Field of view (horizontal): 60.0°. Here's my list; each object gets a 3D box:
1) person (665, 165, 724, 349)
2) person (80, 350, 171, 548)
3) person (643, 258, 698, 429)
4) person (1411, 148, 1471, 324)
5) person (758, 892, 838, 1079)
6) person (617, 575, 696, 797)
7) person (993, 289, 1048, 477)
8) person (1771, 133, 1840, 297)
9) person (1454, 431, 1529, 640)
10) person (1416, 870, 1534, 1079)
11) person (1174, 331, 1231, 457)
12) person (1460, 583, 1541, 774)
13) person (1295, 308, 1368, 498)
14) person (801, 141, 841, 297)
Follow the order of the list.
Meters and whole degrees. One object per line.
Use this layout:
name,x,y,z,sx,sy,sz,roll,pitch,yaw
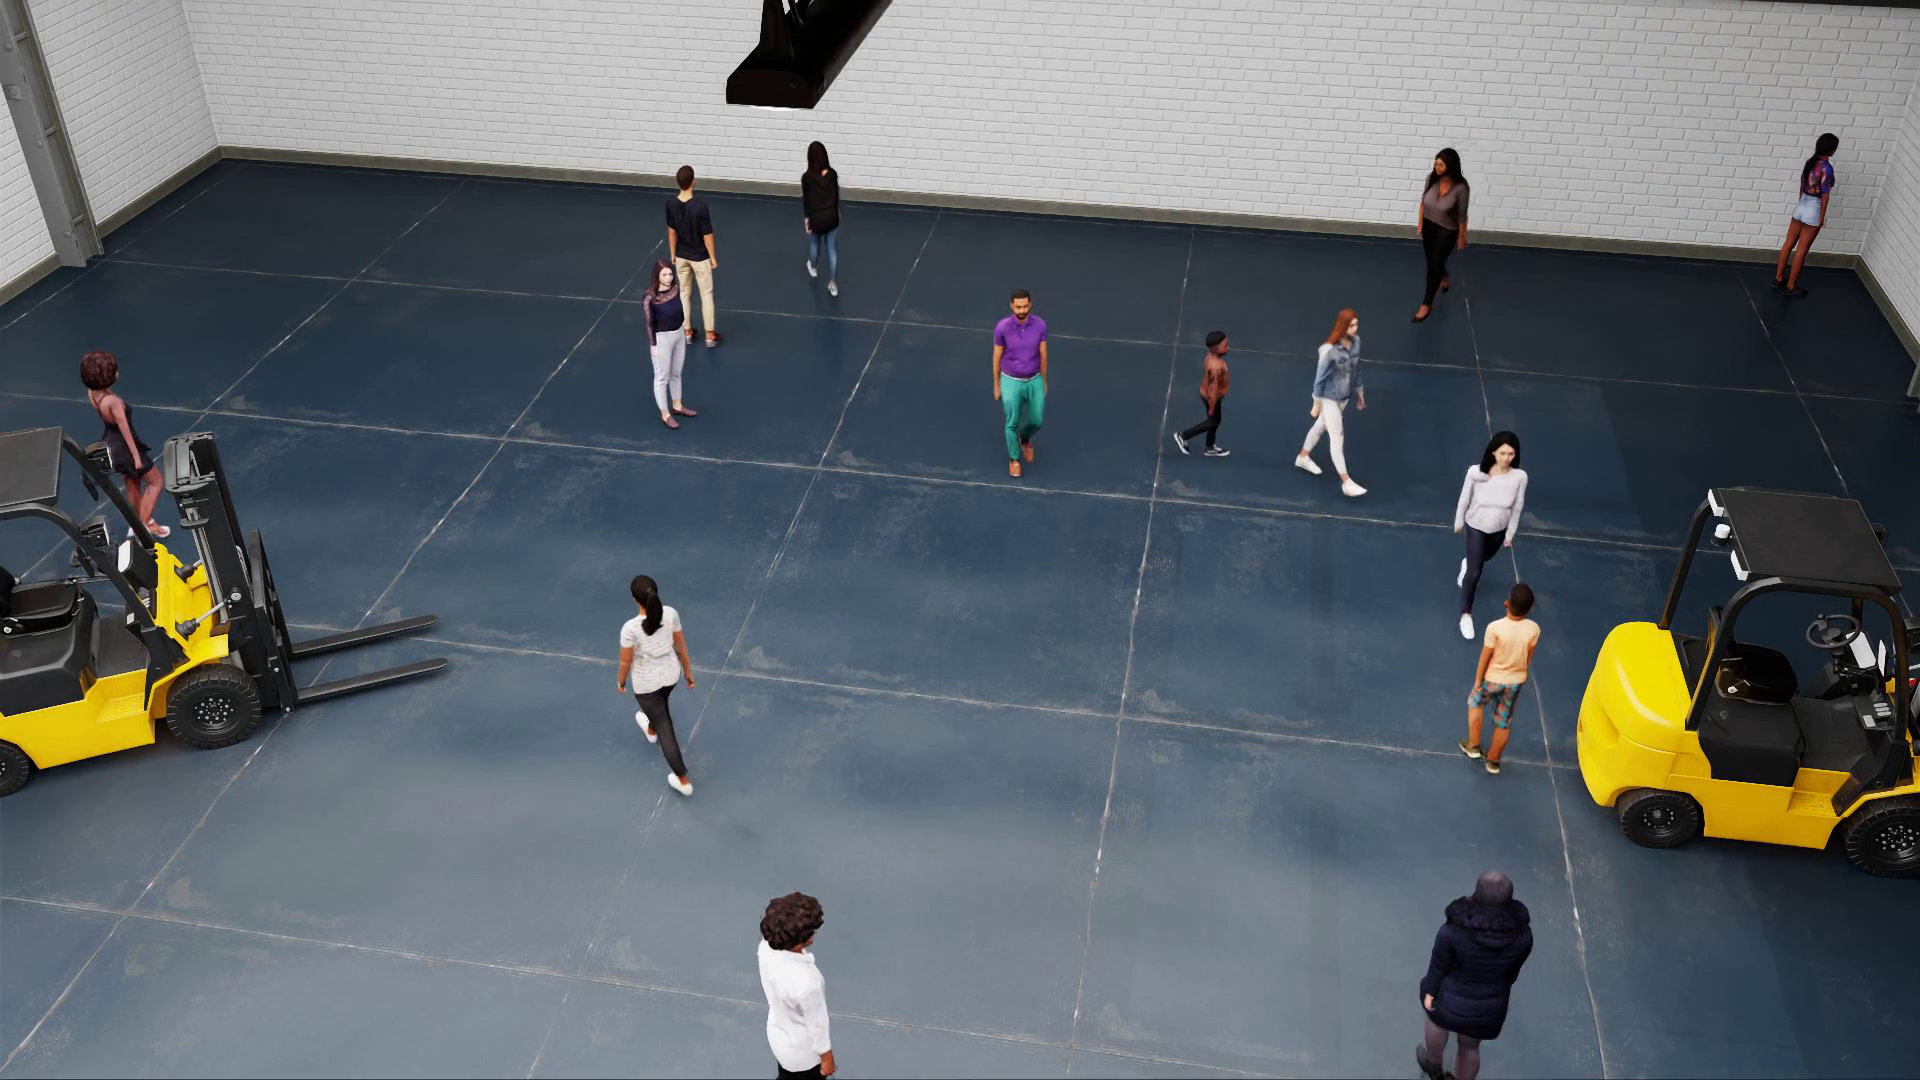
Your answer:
person,-2.651,-2.803,16.492,0.650,1.853,0.554,9,35,13
person,-6.767,-0.675,13.357,0.698,1.781,0.757,21,39,28
person,-2.666,-1.815,15.228,0.732,1.607,0.602,20,38,27
person,4.992,-3.170,17.096,1.117,1.796,1.260,28,43,35
person,-0.831,2.516,8.531,0.760,1.807,0.709,-23,40,-30
person,-1.964,0.989,11.019,1.087,1.596,1.089,-26,41,-33
person,0.518,-1.418,14.495,0.749,1.758,0.793,-5,34,-7
person,8.947,-3.447,17.554,0.715,1.751,0.578,-7,34,-10
person,3.995,-0.142,12.664,0.676,1.659,1.148,3,34,5
person,2.702,2.439,8.776,0.710,1.664,0.727,1,34,1
person,2.176,-1.286,14.760,0.631,1.245,0.692,2,34,3
person,3.664,0.974,11.175,0.548,1.449,0.596,3,34,4
person,3.153,-1.235,14.312,1.089,1.656,1.114,-25,41,-32
person,-1.429,-3.363,17.550,0.854,1.615,1.079,-8,34,-11
